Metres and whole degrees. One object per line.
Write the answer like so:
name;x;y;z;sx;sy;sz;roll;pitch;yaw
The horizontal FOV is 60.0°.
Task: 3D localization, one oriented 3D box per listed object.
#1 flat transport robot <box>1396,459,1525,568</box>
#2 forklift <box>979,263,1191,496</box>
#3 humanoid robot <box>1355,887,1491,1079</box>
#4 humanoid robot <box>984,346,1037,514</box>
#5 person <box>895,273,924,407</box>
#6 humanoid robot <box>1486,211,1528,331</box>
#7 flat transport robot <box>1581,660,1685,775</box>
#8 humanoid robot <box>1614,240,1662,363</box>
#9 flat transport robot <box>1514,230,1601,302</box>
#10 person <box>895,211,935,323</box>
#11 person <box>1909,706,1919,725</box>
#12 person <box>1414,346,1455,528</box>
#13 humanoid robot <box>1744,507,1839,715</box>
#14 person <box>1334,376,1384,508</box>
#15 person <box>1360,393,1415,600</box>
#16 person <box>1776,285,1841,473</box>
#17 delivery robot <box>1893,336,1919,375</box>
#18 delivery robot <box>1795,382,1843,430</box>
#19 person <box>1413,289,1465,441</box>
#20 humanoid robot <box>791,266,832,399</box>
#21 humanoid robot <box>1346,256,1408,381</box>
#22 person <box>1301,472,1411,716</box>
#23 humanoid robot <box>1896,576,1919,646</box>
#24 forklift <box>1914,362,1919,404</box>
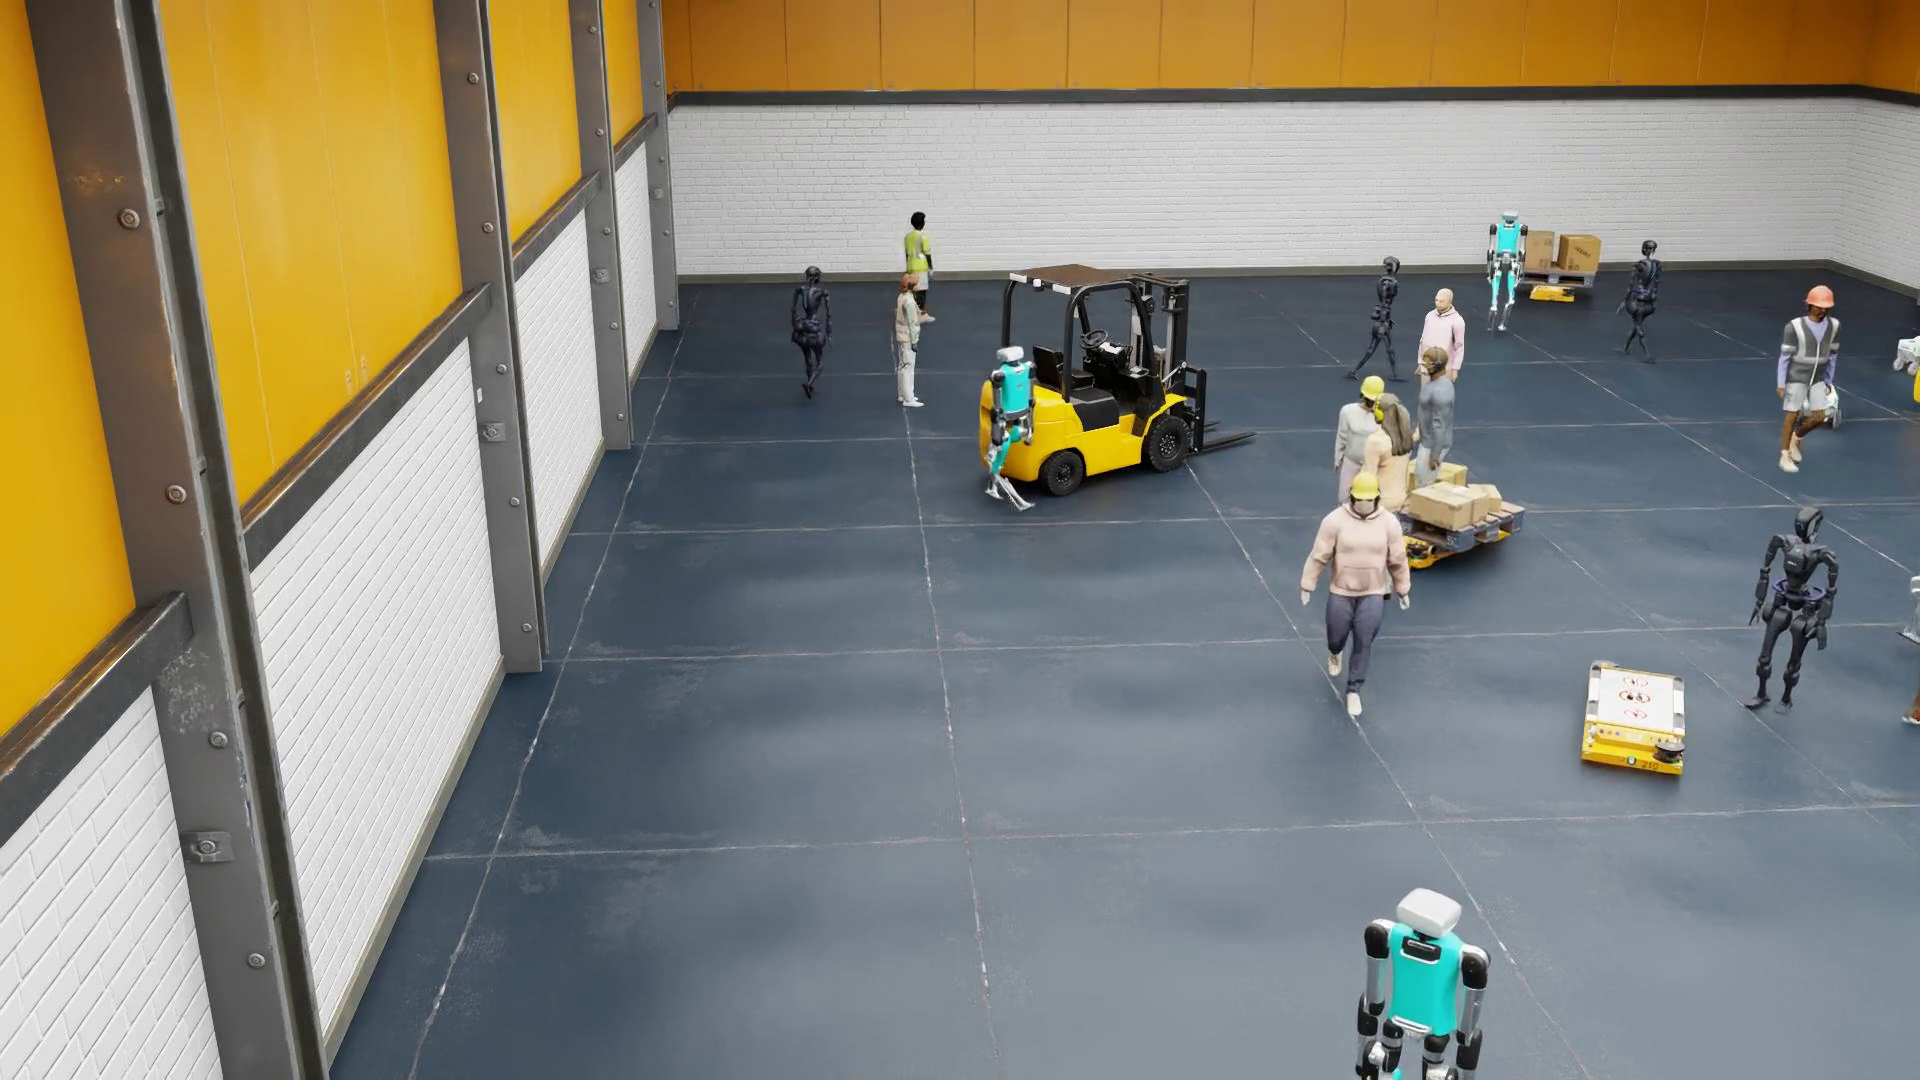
flat transport robot;4.520;-0.052;15.768;1.431;0.231;0.659;-15;25;-36
forklift;1.315;-1.764;17.646;2.313;2.155;1.214;-14;24;-33
humanoid robot;1.855;2.376;7.057;0.548;1.739;1.025;13;24;32
humanoid robot;0.413;-1.094;16.532;0.575;1.749;1.078;-15;25;-34
person;-0.629;-2.439;20.287;0.312;1.634;0.512;-5;21;-13
humanoid robot;7.794;-3.765;23.797;0.538;1.803;0.796;5;21;15
flat transport robot;4.921;1.279;12.144;0.659;0.231;1.431;8;22;20
humanoid robot;9.203;-3.235;22.489;0.600;1.626;0.822;-10;22;-24
flat transport robot;9.544;-4.064;26.699;0.659;0.231;1.431;8;22;20
person;-0.671;-3.977;24.413;0.676;1.671;0.534;-13;24;-32
person;7.450;0.540;11.945;0.980;1.796;0.504;0;20;0
person;4.419;-0.879;15.620;0.390;1.928;0.630;5;21;12
humanoid robot;6.113;0.519;12.201;0.376;1.643;0.584;-16;26;-37
person;3.721;-0.696;15.381;0.530;1.742;0.399;7;21;18
person;3.619;-0.319;14.186;0.680;1.861;0.479;-17;26;-38
person;9.026;-1.709;17.725;0.633;2.029;0.439;-1;20;-2
delivery robot;12.779;-2.484;21.963;0.773;0.582;0.499;-4;21;-12
delivery robot;10.151;-1.635;19.664;0.499;0.592;0.783;7;21;19
person;5.407;-1.955;18.755;0.398;1.781;0.539;-17;26;-39
humanoid robot;-1.896;-2.564;20.594;0.610;1.640;0.589;10;22;25
humanoid robot;5.427;-2.835;21.378;0.779;1.628;0.612;8;21;20
person;2.953;0.339;12.422;0.803;1.846;0.680;3;20;8
humanoid robot;7.849;0.195;13.031;1.063;1.756;0.593;10;23;26
forklift;12.602;-2.435;19.475;2.313;2.155;1.214;-1;20;-4
